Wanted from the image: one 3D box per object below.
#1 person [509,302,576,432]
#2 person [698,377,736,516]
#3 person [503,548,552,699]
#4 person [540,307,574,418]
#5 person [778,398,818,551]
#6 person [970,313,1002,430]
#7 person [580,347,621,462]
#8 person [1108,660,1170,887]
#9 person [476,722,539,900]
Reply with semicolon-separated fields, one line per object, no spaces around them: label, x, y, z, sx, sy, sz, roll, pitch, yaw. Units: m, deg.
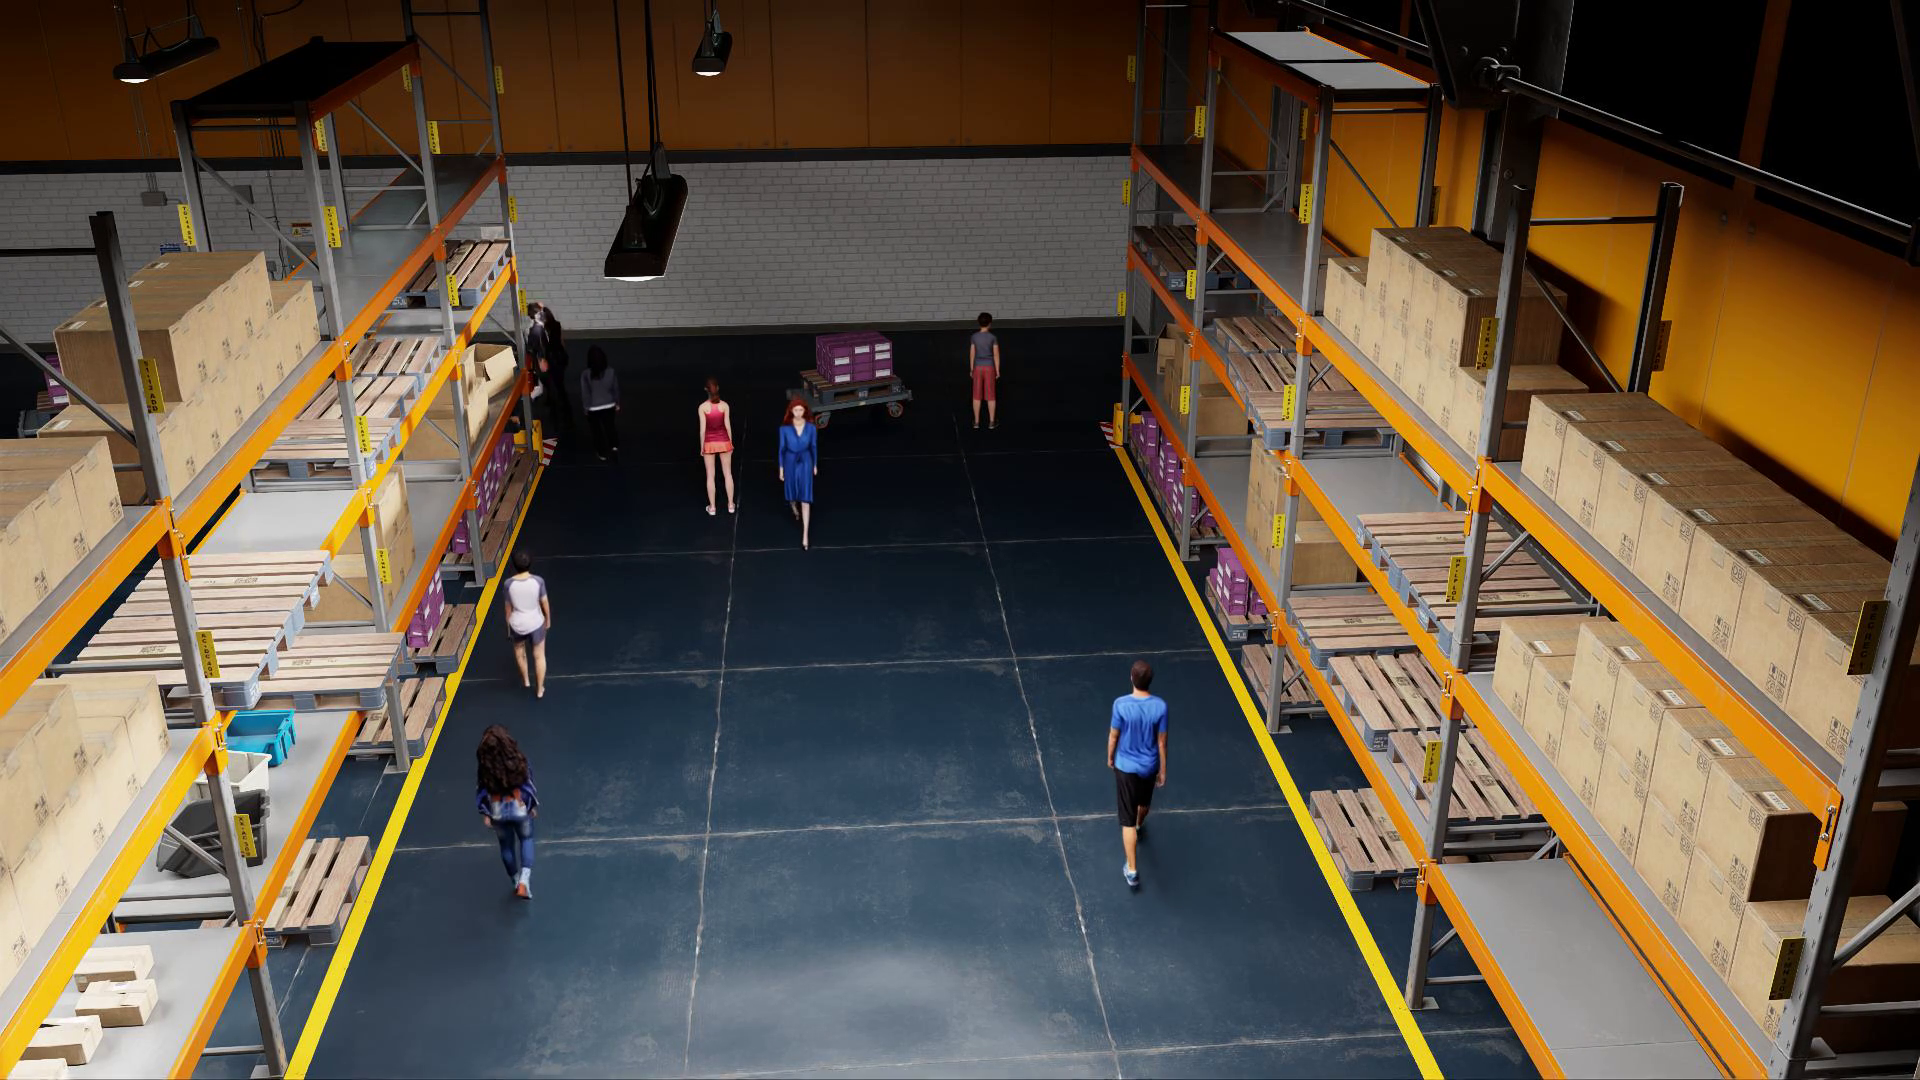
person;-5.942;-2.391;23.156;0.849;1.862;1.154;-6;24;-13
person;-3.005;-1.166;20.495;0.609;1.749;0.597;-7;25;-15
person;-4.207;0.834;16.171;0.619;1.548;0.664;-6;24;-12
person;-5.740;-2.513;23.713;0.962;1.639;0.941;16;29;33
person;-1.917;-0.833;19.682;0.612;1.789;1.120;-1;24;-3
person;0.340;-2.383;23.402;0.644;1.650;0.608;4;24;9
person;-4.762;-1.775;22.092;0.813;1.586;0.885;-11;26;-24
person;1.427;1.908;13.386;0.612;1.810;1.212;-2;24;-4
person;-3.521;2.172;13.033;0.685;1.608;0.785;-6;24;-13
